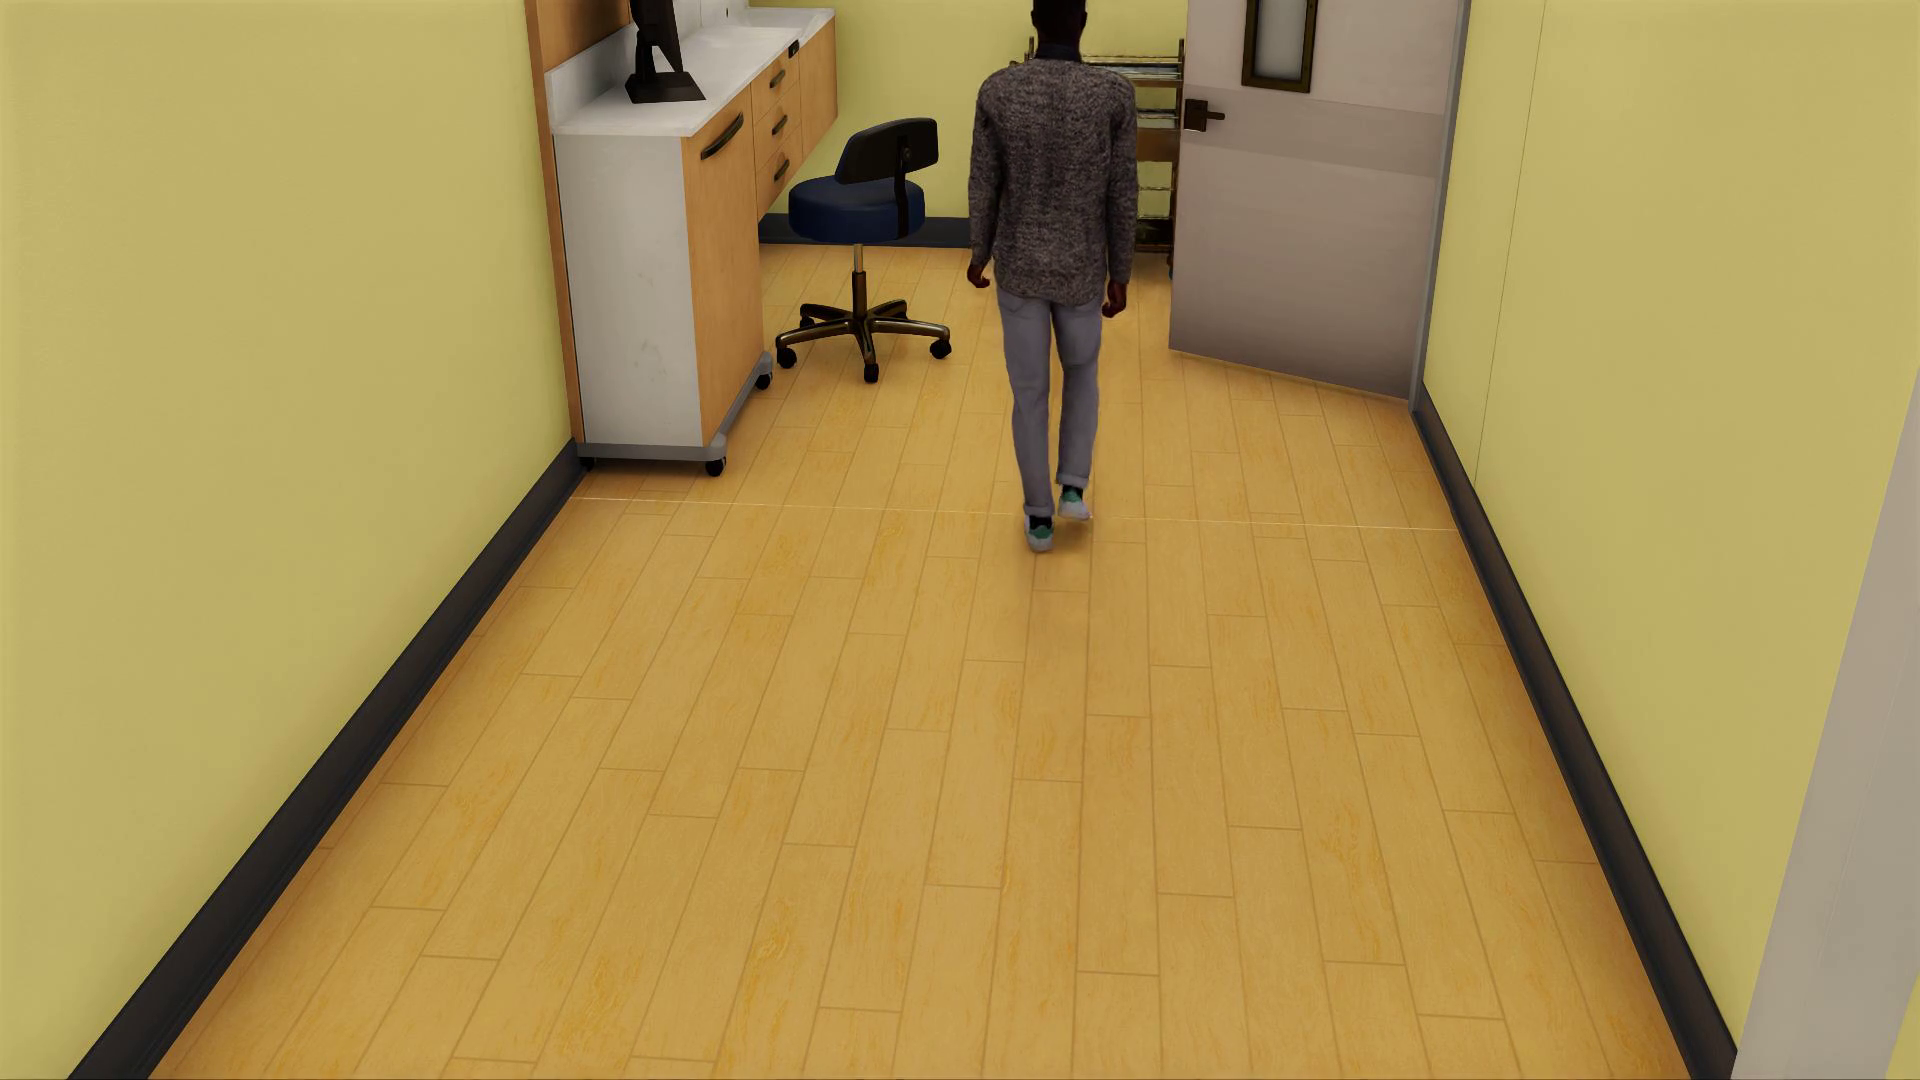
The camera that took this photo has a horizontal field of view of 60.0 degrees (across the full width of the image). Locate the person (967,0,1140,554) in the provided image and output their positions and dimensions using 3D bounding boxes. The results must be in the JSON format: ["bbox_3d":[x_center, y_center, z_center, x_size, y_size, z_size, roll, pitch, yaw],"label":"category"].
[{"bbox_3d":[0.280,-0.800,5.196,0.558,1.822,0.759,0,26,1],"label":"person"}]
